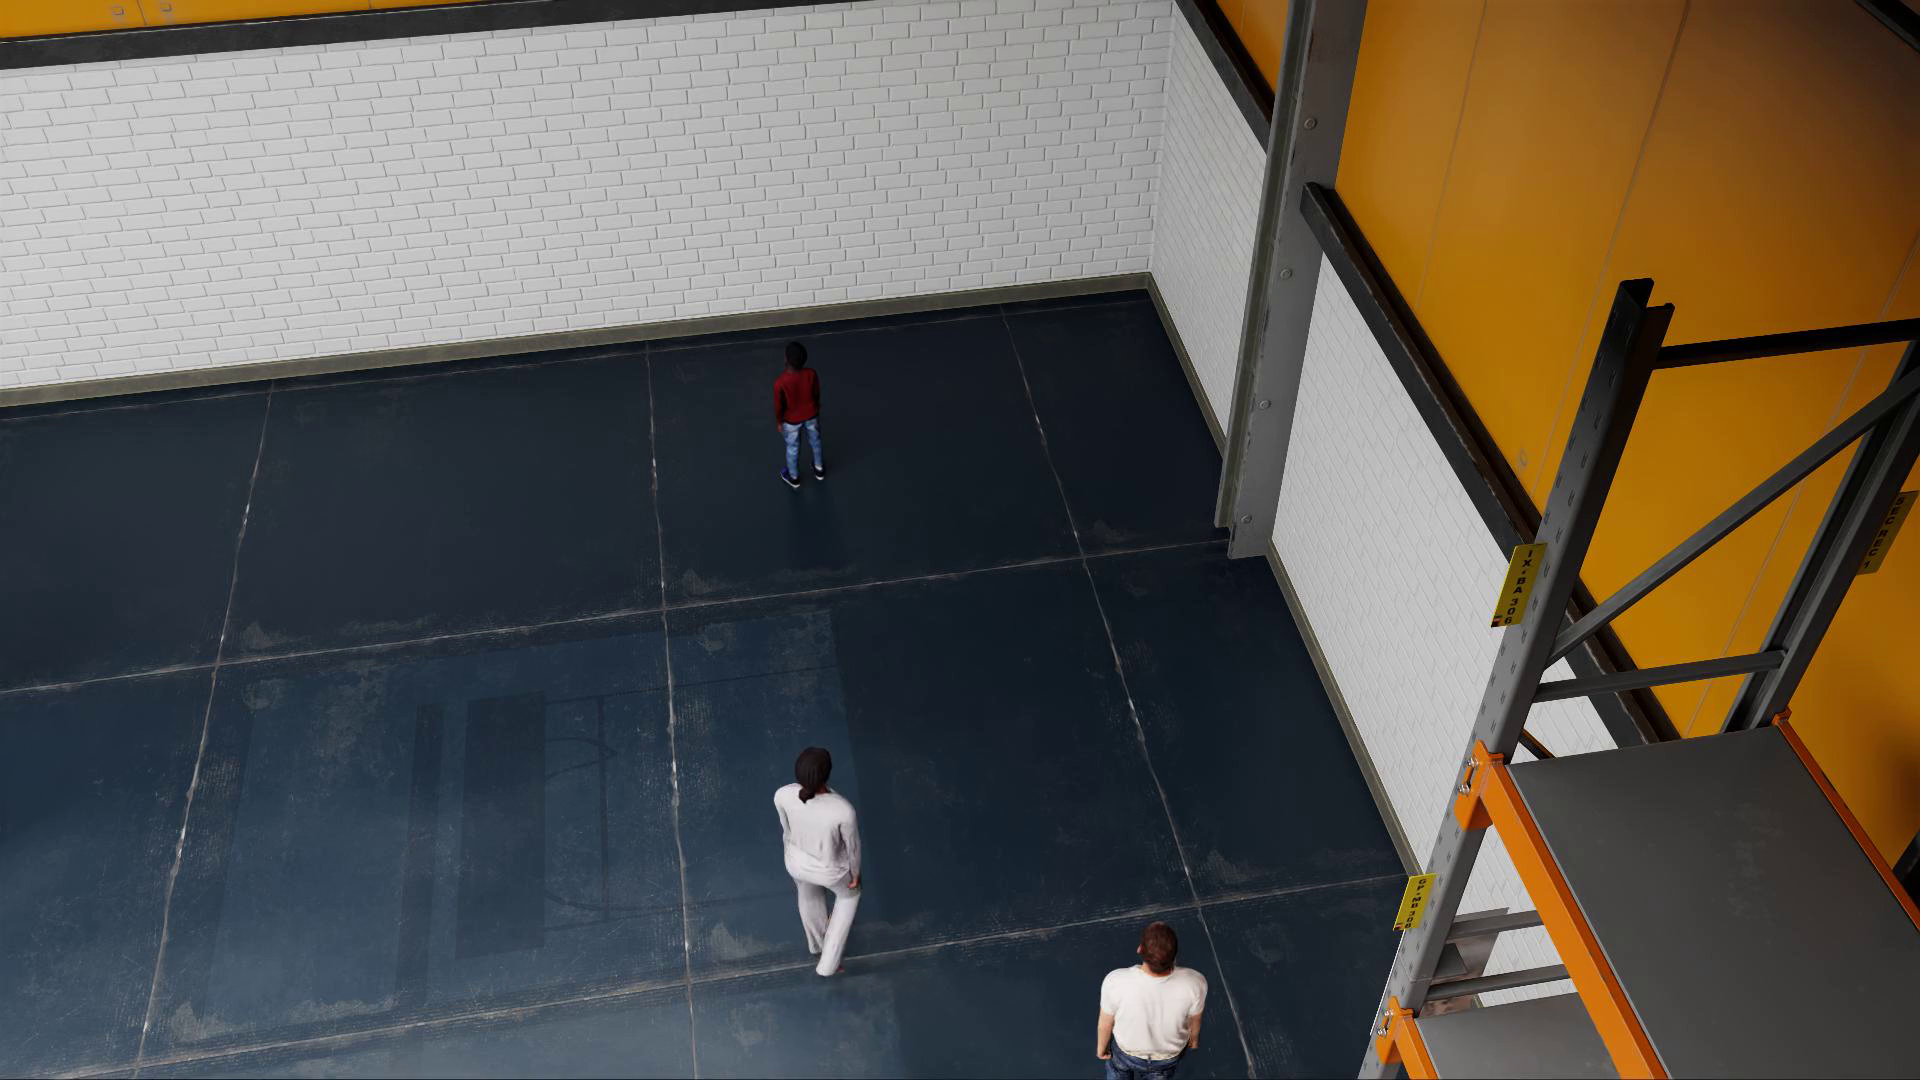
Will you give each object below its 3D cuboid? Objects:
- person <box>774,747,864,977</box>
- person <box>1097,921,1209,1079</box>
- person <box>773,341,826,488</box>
[{"bbox_3d":[-0.783,1.791,8.984,0.816,1.723,0.894,11,45,12],"label":"person"},{"bbox_3d":[0.915,2.546,8.103,0.793,1.844,0.878,5,44,5],"label":"person"},{"bbox_3d":[-1.171,-0.925,12.173,0.552,1.255,0.557,-20,47,-20],"label":"person"}]
